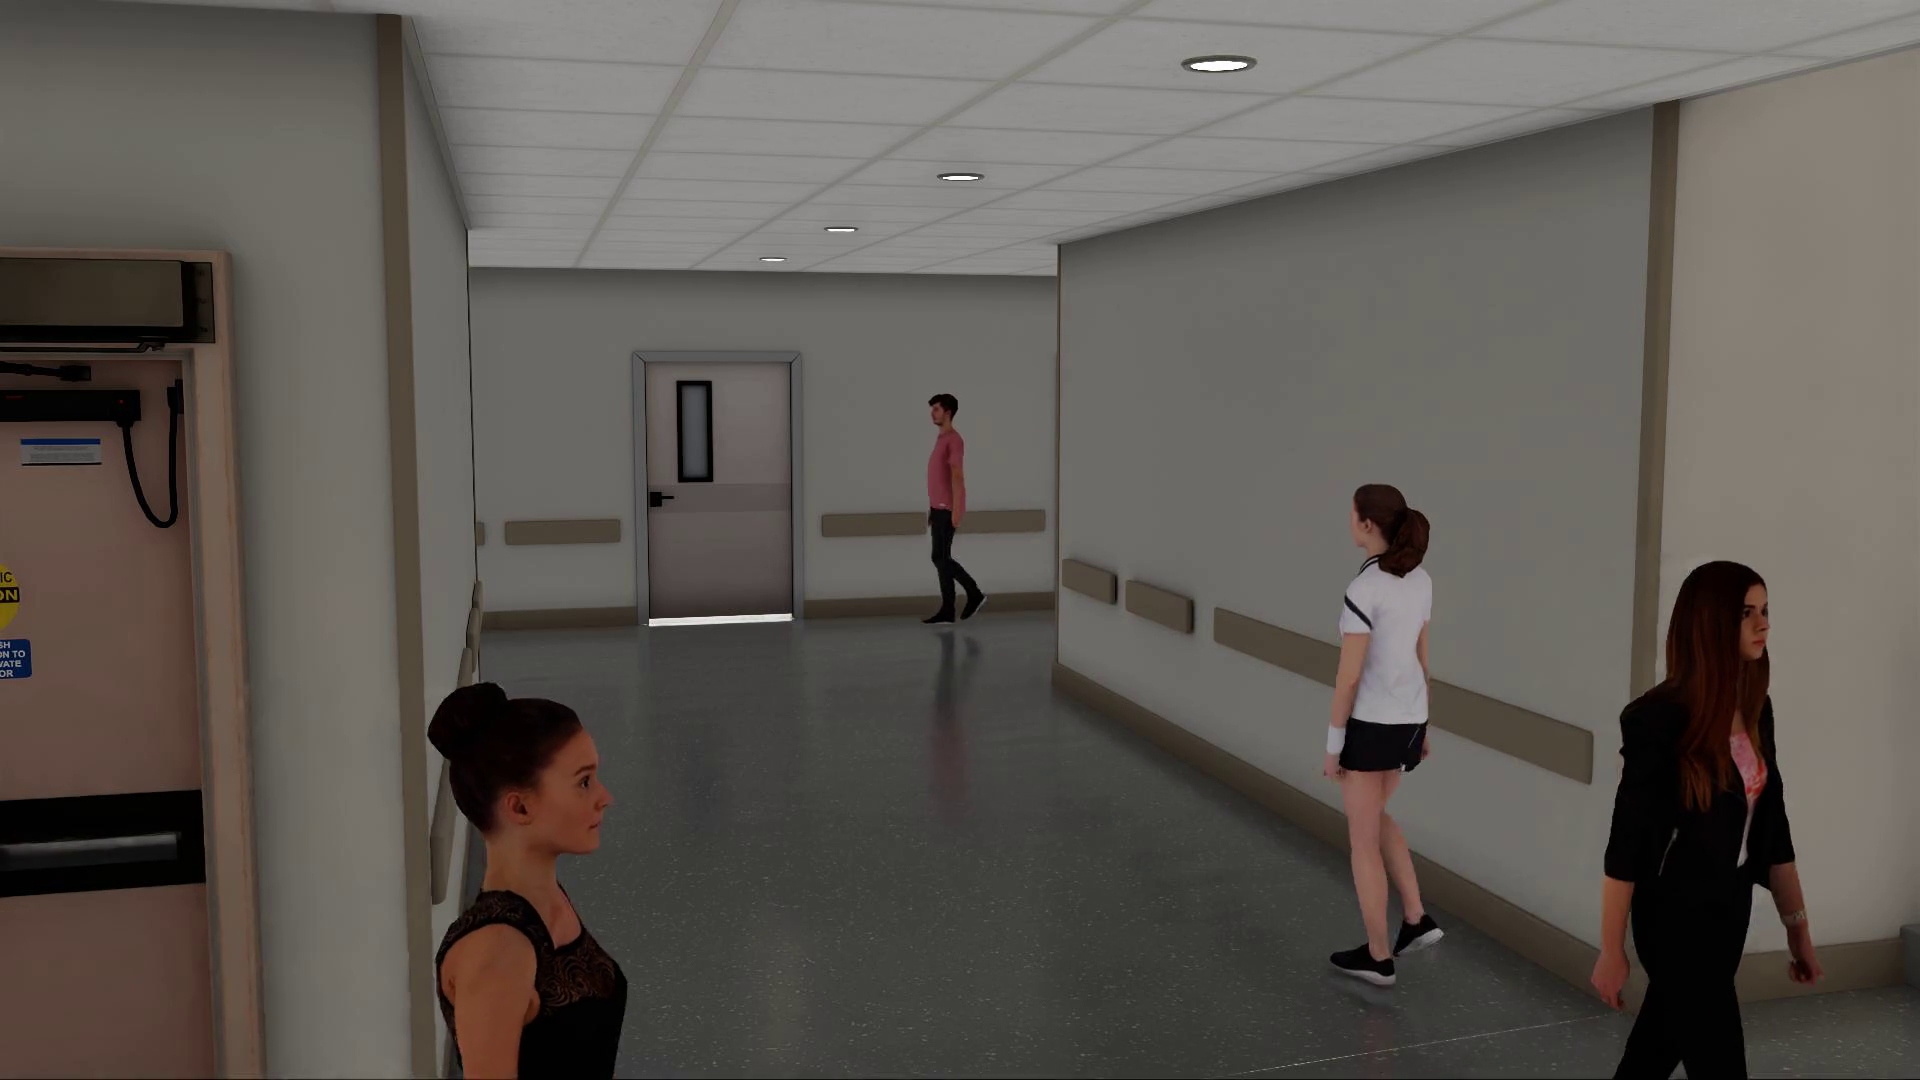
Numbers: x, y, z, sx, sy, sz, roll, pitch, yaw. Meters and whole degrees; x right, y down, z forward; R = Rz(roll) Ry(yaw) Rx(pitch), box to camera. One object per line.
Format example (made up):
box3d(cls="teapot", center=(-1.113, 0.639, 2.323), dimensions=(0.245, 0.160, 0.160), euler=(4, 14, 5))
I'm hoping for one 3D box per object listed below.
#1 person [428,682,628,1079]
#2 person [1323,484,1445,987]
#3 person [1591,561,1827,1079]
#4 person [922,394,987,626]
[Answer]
box3d(cls="person", center=(-0.737, 1.059, 2.505), dimensions=(1.131, 1.646, 0.721), euler=(0, 6, -4))
box3d(cls="person", center=(1.519, 0.688, 5.735), dimensions=(0.705, 1.738, 0.761), euler=(-4, 7, -36))
box3d(cls="person", center=(1.639, 0.898, 3.922), dimensions=(1.041, 1.684, 0.892), euler=(-4, 7, -31))
box3d(cls="person", center=(-0.024, -0.247, 13.992), dimensions=(0.769, 1.947, 0.636), euler=(-2, 6, -20))
